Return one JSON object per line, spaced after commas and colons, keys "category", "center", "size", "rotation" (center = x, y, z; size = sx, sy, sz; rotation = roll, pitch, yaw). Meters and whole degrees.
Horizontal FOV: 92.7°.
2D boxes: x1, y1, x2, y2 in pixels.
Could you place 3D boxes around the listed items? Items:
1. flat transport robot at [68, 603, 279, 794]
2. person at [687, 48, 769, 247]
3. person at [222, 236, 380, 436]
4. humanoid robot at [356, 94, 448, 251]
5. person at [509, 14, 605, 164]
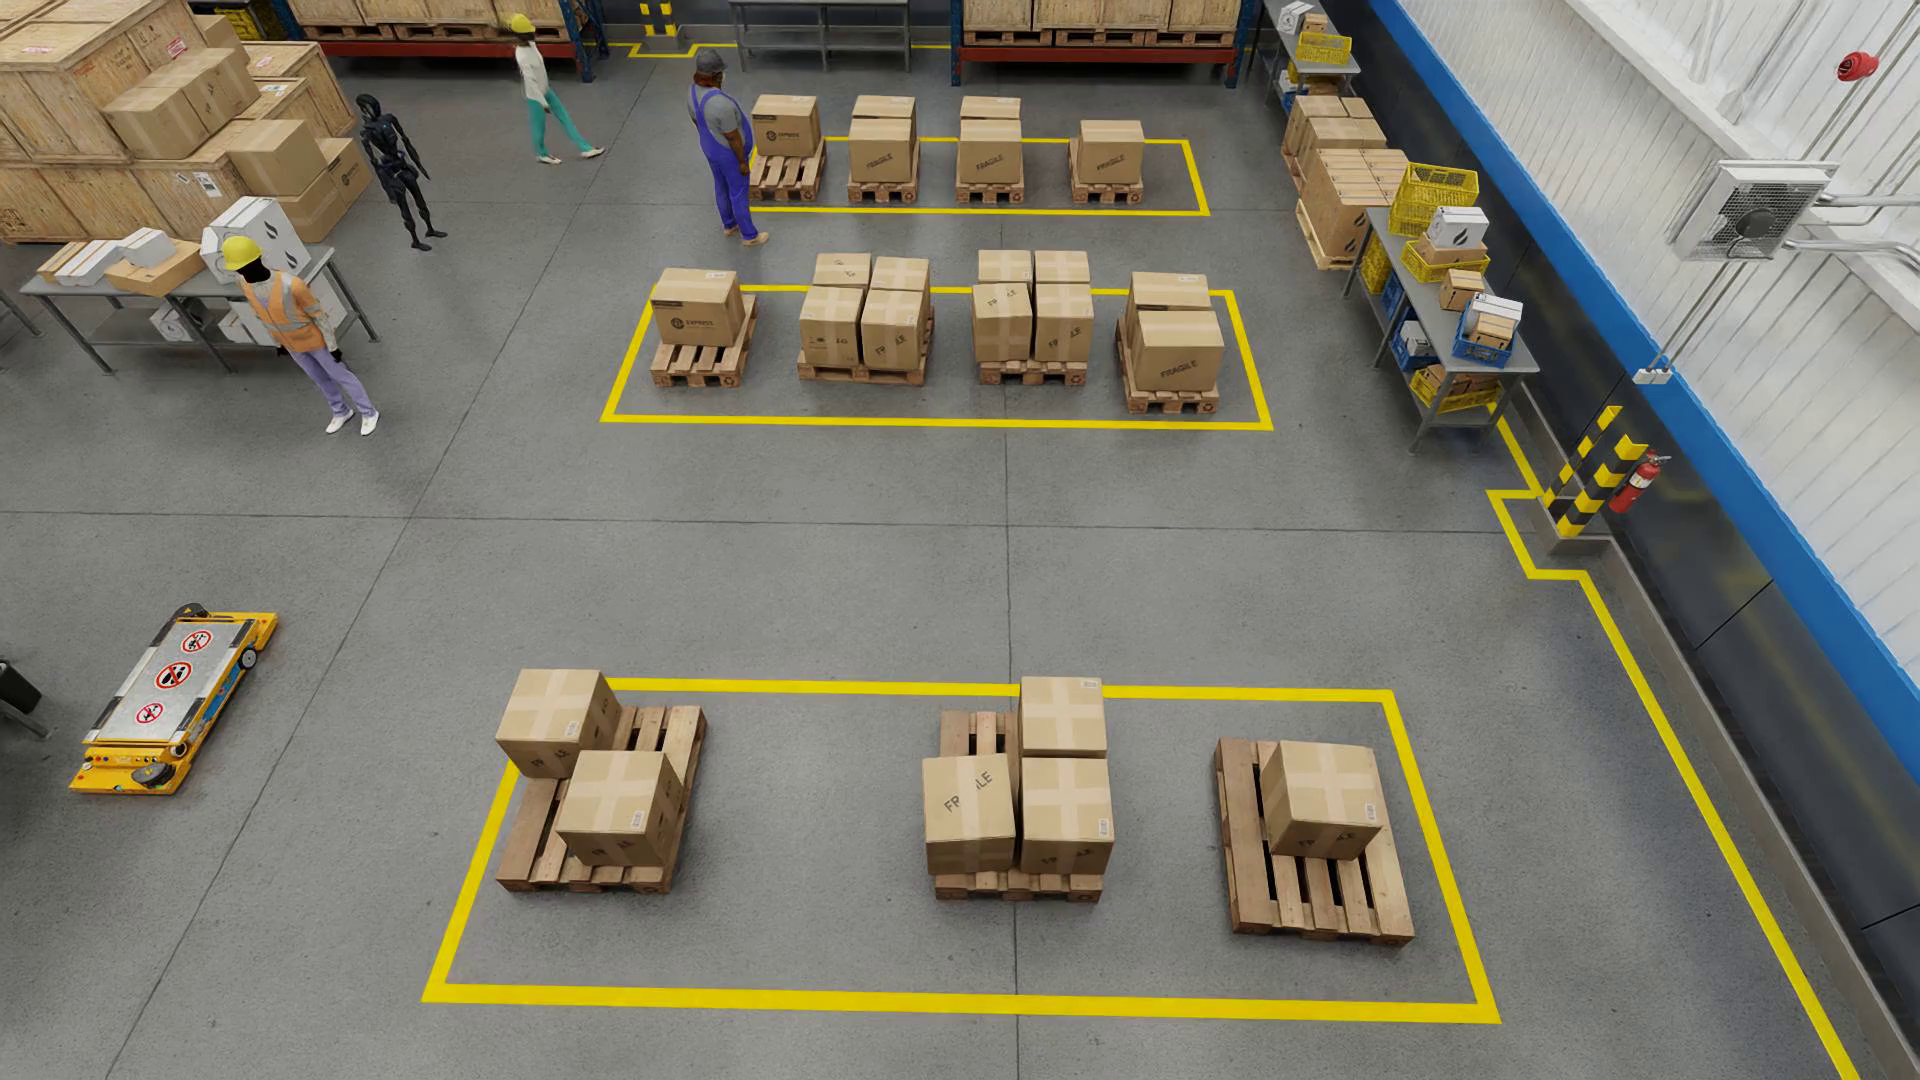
{"category": "flat transport robot", "center": [-5.504, 1.072, 6.442], "size": [0.652, 0.197, 1.431], "rotation": [1, 50, 1]}
{"category": "person", "center": [-2.444, -4.141, 9.711], "size": [0.674, 2.000, 0.536], "rotation": [37, 59, 27]}
{"category": "person", "center": [-5.525, -1.682, 7.704], "size": [0.584, 1.928, 0.365], "rotation": [5, 50, 5]}
{"category": "humanoid robot", "center": [-5.971, -3.899, 9.742], "size": [0.330, 1.650, 0.571], "rotation": [13, 51, 10]}
{"category": "person", "center": [-4.886, -5.307, 10.898], "size": [0.879, 1.719, 0.541], "rotation": [1, 50, 1]}
